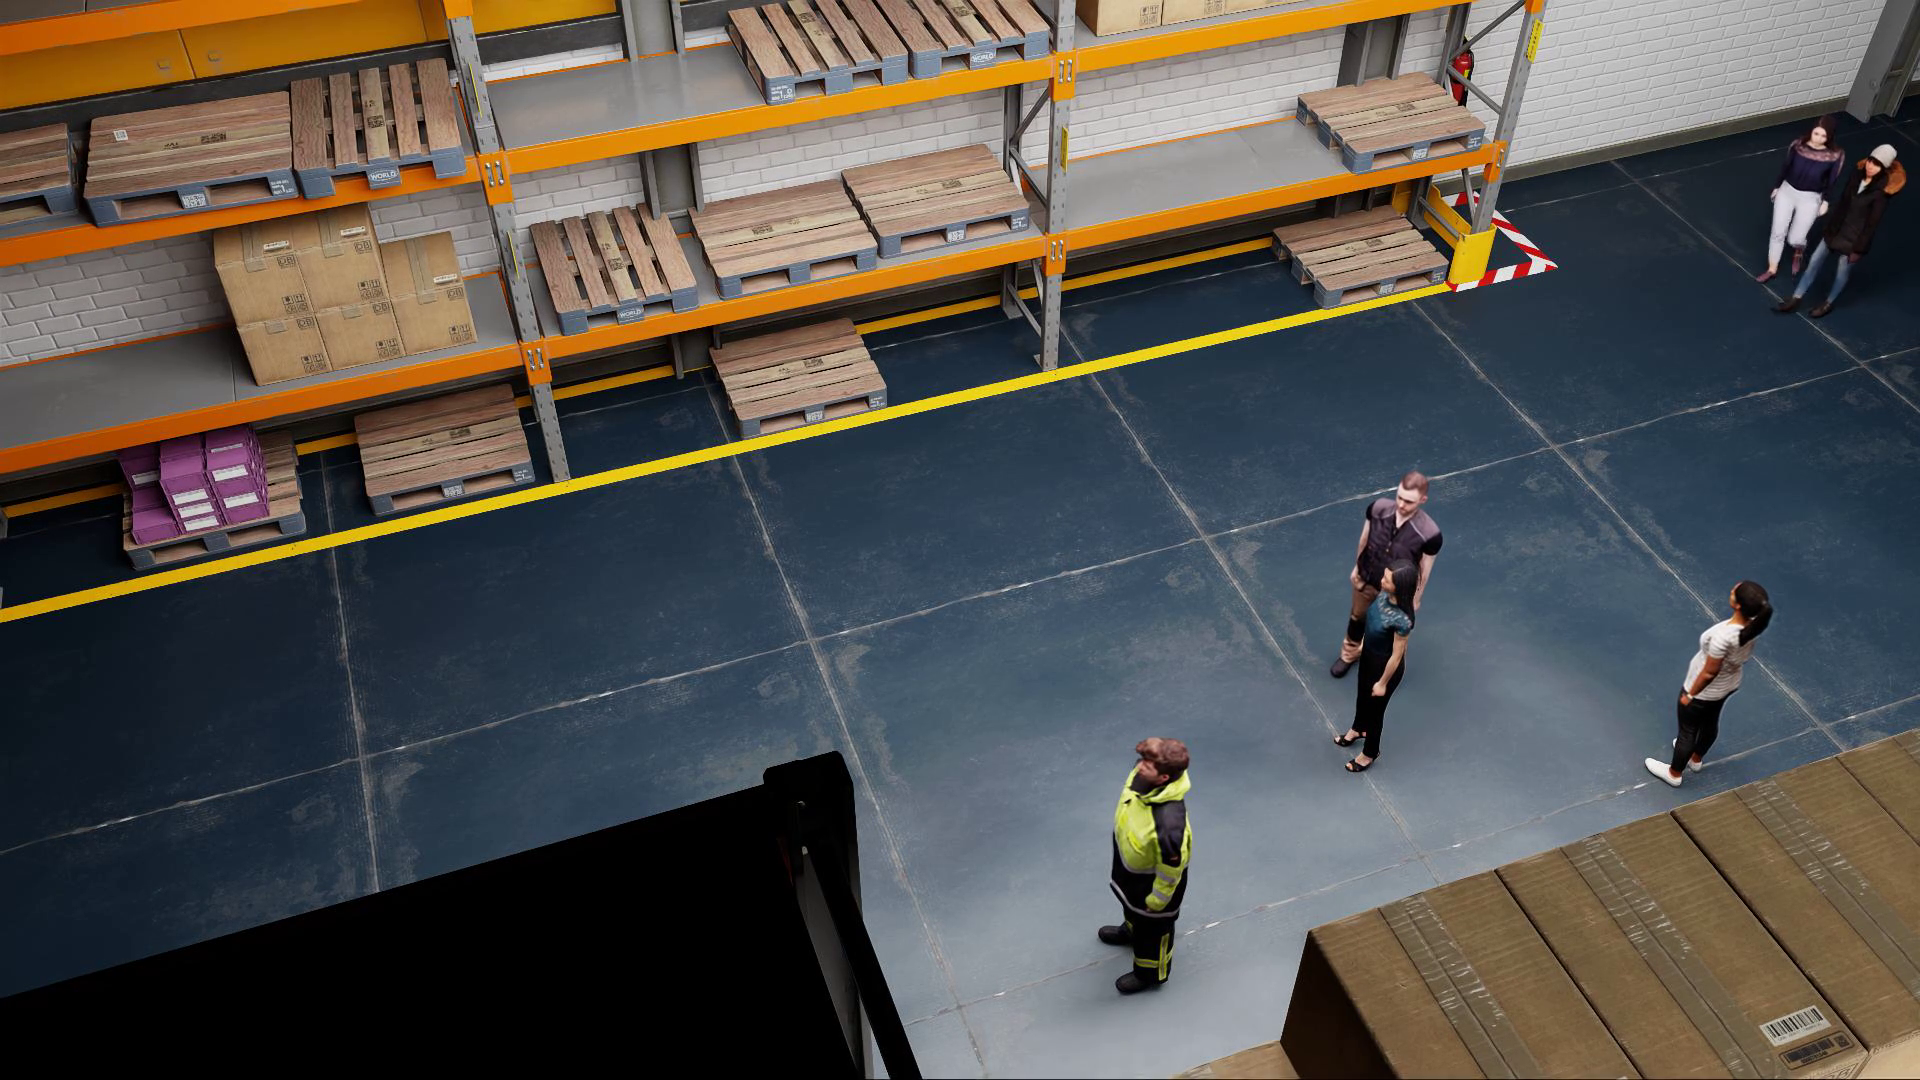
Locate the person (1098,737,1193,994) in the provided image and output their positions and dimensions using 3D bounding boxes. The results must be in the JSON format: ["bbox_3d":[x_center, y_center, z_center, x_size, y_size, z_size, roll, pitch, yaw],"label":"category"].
[{"bbox_3d":[1.028,1.717,8.914,0.702,1.983,0.810,-7,44,-7],"label":"person"}]

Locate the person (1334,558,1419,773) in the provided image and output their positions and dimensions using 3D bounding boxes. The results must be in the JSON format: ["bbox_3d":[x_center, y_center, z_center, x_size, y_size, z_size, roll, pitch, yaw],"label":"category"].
[{"bbox_3d":[2.549,0.755,10.102,0.569,1.737,0.605,-4,44,-4],"label":"person"}]

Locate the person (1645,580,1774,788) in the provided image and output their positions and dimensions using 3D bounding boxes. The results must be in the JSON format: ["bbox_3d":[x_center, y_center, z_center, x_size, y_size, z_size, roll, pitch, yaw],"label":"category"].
[{"bbox_3d":[4.552,0.864,10.054,0.521,1.645,0.673,-24,48,-23],"label":"person"}]

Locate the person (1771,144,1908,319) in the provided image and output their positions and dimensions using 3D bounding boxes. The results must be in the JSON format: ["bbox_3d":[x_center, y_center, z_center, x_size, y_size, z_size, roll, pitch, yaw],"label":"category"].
[{"bbox_3d":[7.345,-2.533,13.635,0.805,1.624,0.652,-17,46,-17],"label":"person"}]

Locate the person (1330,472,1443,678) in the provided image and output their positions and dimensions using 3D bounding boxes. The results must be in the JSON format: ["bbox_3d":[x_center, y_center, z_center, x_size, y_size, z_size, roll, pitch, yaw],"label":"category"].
[{"bbox_3d":[2.731,0.245,10.564,0.761,1.838,0.749,34,53,30],"label":"person"}]

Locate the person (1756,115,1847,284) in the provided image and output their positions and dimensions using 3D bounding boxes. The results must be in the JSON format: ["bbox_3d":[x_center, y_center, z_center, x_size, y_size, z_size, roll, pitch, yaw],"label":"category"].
[{"bbox_3d":[7.103,-2.887,14.031,0.748,1.591,0.815,33,53,30],"label":"person"}]
